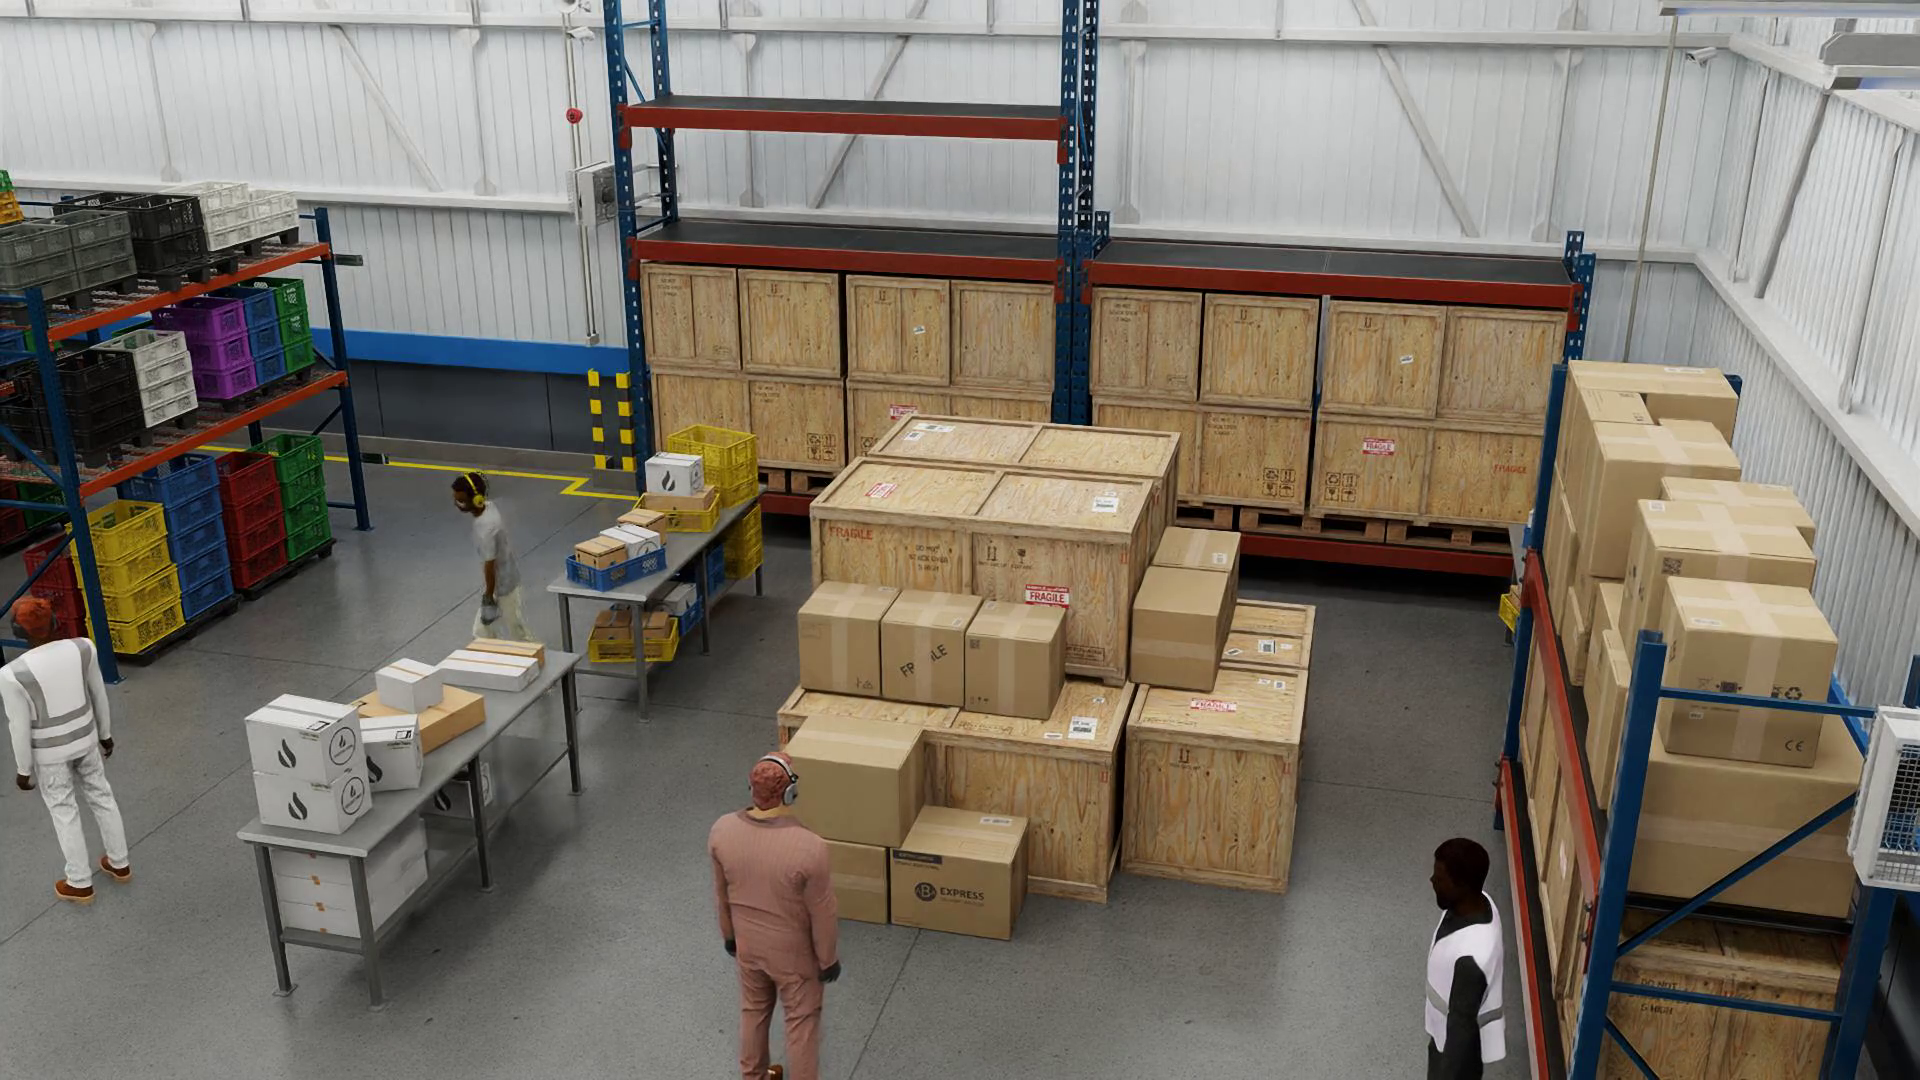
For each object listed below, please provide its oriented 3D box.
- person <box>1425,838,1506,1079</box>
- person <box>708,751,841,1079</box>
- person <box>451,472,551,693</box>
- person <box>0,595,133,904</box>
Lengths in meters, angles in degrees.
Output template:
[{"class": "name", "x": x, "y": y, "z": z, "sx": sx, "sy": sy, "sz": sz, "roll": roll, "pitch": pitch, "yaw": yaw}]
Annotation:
[{"class": "person", "x": 2.128, "y": 2.140, "z": 7.141, "sx": 0.407, "sy": 1.907, "sz": 0.598, "roll": 5, "pitch": 22, "yaw": 14}, {"class": "person", "x": -0.847, "y": 1.875, "z": 7.848, "sx": 0.648, "sy": 1.900, "sz": 0.400, "roll": 11, "pitch": 23, "yaw": 26}, {"class": "person", "x": -3.369, "y": 0.363, "z": 11.911, "sx": 0.814, "sy": 1.812, "sz": 0.512, "roll": -10, "pitch": 23, "yaw": -24}, {"class": "person", "x": -5.179, "y": 1.203, "z": 9.616, "sx": 0.337, "sy": 1.882, "sz": 0.585, "roll": 12, "pitch": 24, "yaw": 28}]
